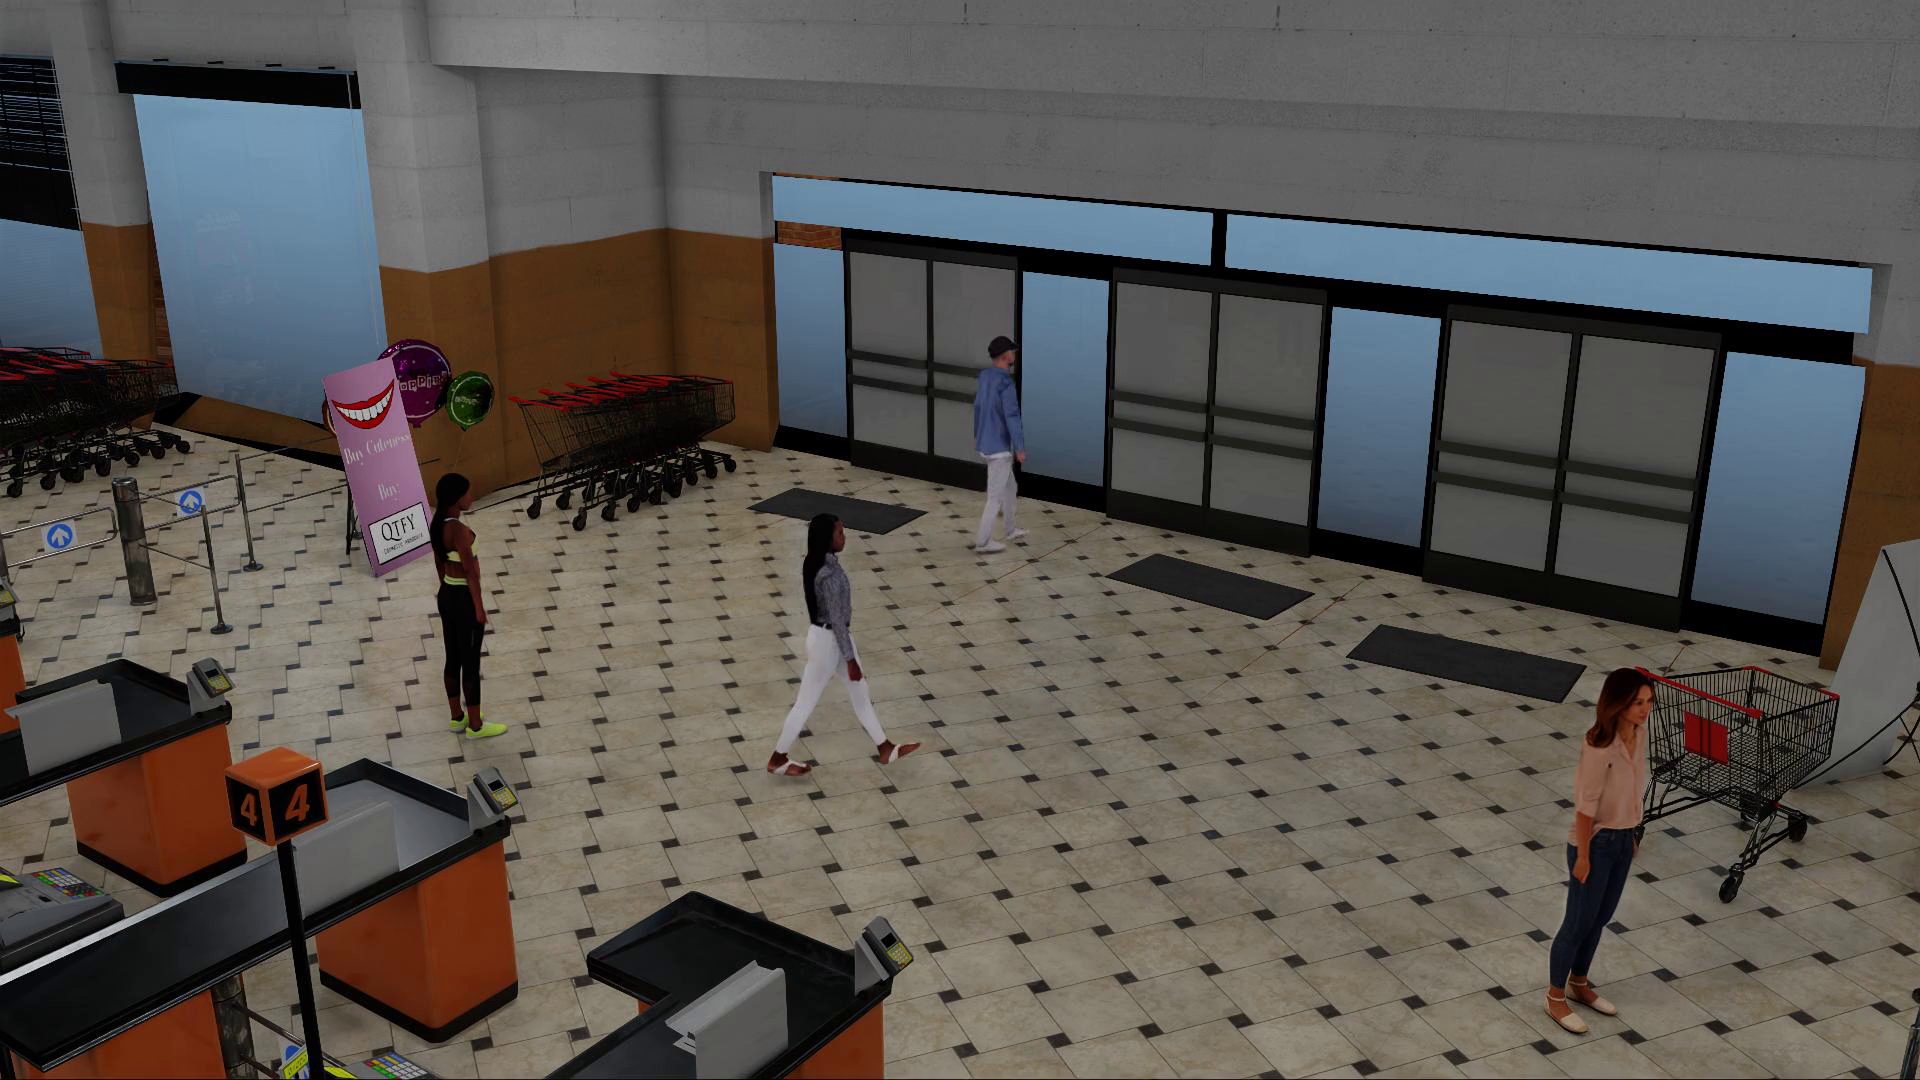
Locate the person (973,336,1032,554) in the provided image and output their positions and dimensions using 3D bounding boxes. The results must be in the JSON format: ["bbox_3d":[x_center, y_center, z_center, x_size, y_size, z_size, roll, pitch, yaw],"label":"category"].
[{"bbox_3d":[0.244,-0.789,14.113,0.987,1.869,0.889,-9,20,-24],"label":"person"}]

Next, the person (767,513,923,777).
[{"bbox_3d":[-0.880,0.688,10.043,1.195,1.669,1.176,-2,19,-6],"label":"person"}]

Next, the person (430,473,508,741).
[{"bbox_3d":[-3.220,0.425,10.689,0.593,1.756,0.555,17,25,42],"label":"person"}]

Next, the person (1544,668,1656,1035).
[{"bbox_3d":[2.968,1.412,7.706,0.566,1.790,0.716,-13,23,-34],"label":"person"}]
